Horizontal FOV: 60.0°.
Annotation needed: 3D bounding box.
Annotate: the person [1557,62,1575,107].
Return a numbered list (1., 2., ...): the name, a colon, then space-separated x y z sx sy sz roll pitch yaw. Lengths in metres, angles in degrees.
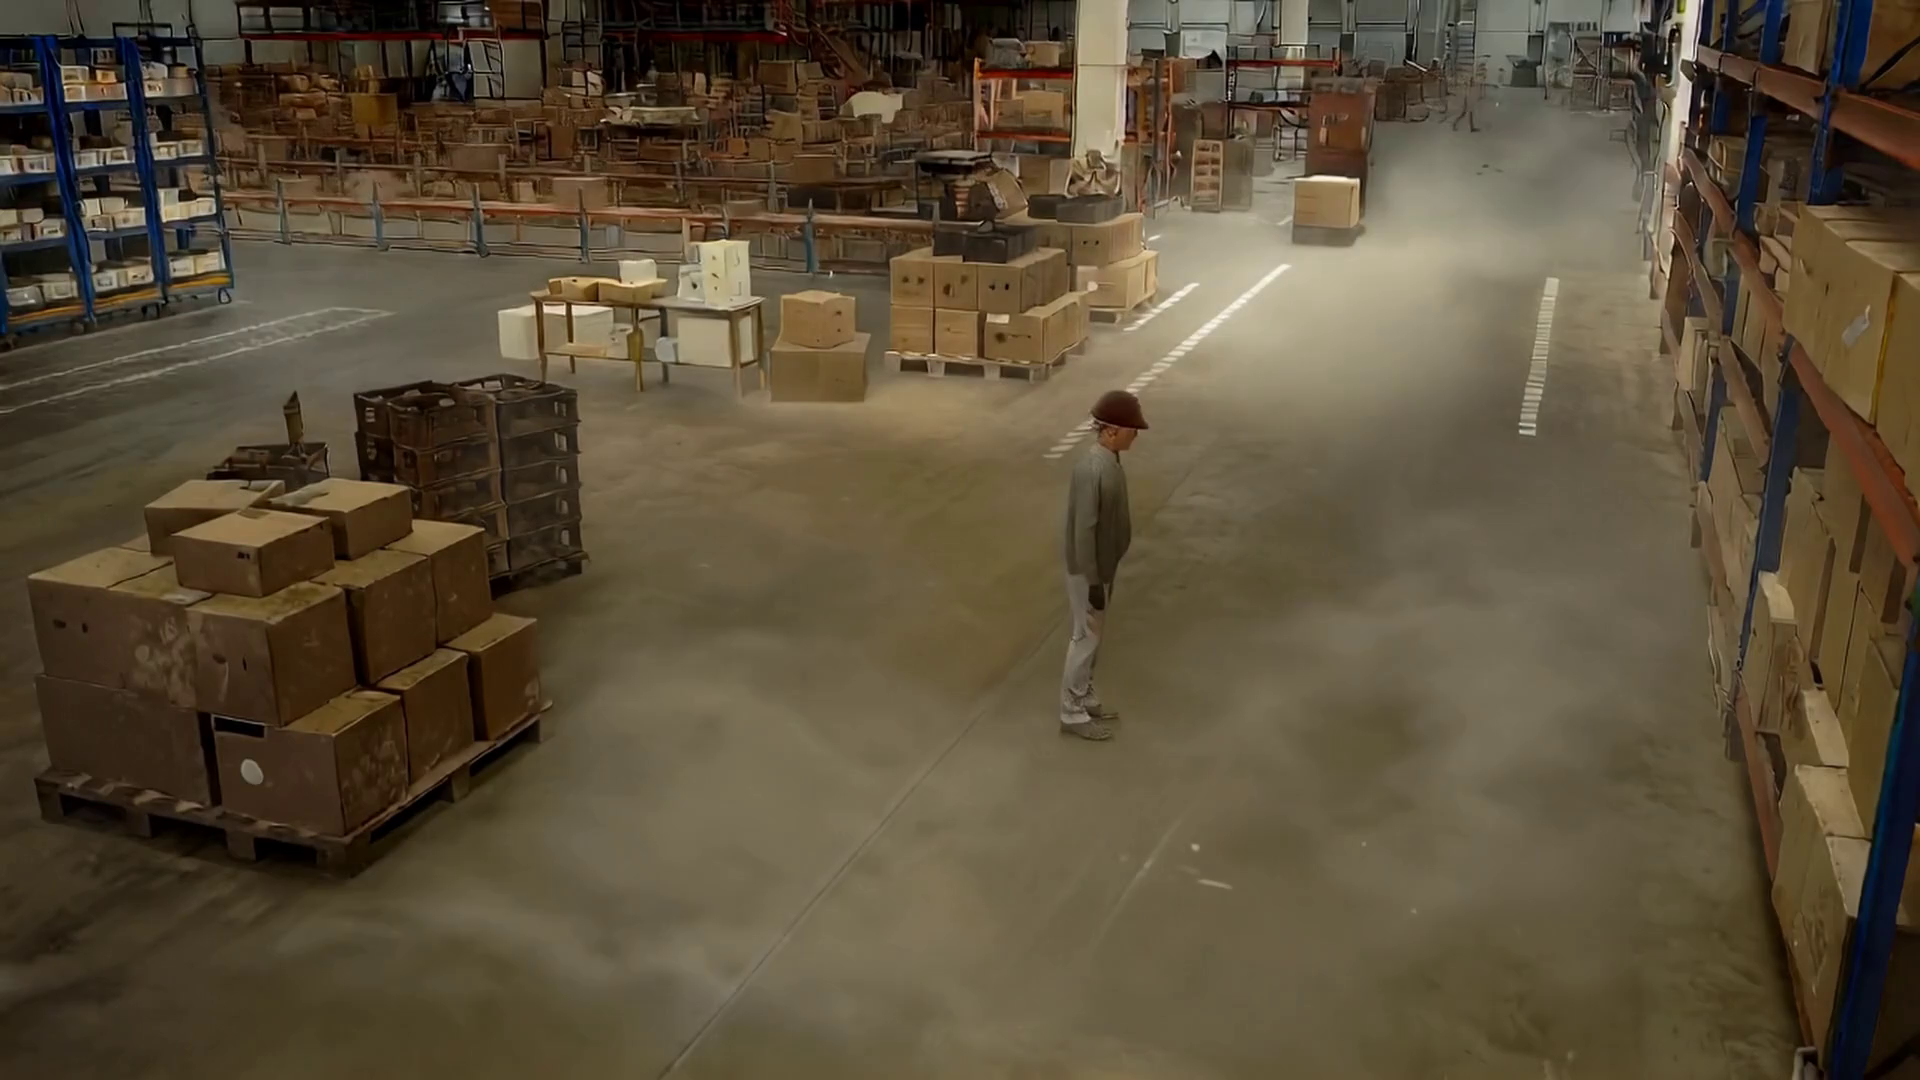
1. person: 25.661 -19.199 70.139 0.661 1.857 0.949 -14 22 -36

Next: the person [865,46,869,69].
1. person: -5.549 -28.534 99.384 0.537 1.909 0.606 9 20 27

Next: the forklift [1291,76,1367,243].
1. forklift: 6.598 -6.755 29.381 1.129 2.768 1.873 6 19 19

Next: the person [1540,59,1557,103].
1. person: 25.932 -20.203 73.205 0.394 1.915 0.587 -14 22 -37

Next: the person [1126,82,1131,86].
1. person: 5.551 -14.297 55.048 0.551 1.652 0.850 7 19 20

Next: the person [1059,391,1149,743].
1. person: 0.797 0.146 9.177 0.434 1.977 0.601 5 18 15

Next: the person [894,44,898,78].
1. person: -3.986 -29.154 101.219 0.457 1.980 0.616 5 18 16

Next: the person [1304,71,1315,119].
1. person: 13.239 -16.827 62.850 0.328 1.760 0.524 13 22 36

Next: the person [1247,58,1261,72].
1. person: 13.367 -21.116 76.088 0.644 1.901 0.877 -12 21 -34

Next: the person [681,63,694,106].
1. person: -11.358 -18.885 69.145 0.540 1.867 0.613 3 18 10

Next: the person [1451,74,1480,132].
1. person: 17.004 -14.644 55.766 0.949 1.901 0.553 6 19 18

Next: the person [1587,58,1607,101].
1. person: 28.640 -20.576 74.417 0.918 1.914 0.633 11 21 31

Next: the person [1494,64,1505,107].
1. person: 22.945 -19.303 70.652 0.318 1.742 0.492 8 19 24

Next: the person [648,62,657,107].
1. person: -12.327 -18.127 66.576 0.388 1.991 0.726 -8 19 -24

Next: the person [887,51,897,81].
1. person: -3.945 -27.439 96.151 0.626 1.797 0.975 -7 19 -21

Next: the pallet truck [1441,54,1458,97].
1. pallet truck: 22.765 -21.886 78.355 0.823 1.965 1.885 -4 18 -14

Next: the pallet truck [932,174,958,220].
1. pallet truck: -0.507 -5.292 27.348 0.653 1.274 1.630 6 19 19

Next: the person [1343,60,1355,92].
1. person: 17.043 -20.094 72.933 0.517 1.873 0.334 8 19 24

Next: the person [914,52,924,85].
1. person: -2.166 -24.516 86.800 0.549 1.883 0.985 4 18 12

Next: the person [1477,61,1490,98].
1. person: 24.401 -21.439 77.473 0.620 1.661 0.488 0 18 1

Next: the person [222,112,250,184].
1. person: -16.432 -8.819 37.745 0.624 1.731 0.338 4 18 14
